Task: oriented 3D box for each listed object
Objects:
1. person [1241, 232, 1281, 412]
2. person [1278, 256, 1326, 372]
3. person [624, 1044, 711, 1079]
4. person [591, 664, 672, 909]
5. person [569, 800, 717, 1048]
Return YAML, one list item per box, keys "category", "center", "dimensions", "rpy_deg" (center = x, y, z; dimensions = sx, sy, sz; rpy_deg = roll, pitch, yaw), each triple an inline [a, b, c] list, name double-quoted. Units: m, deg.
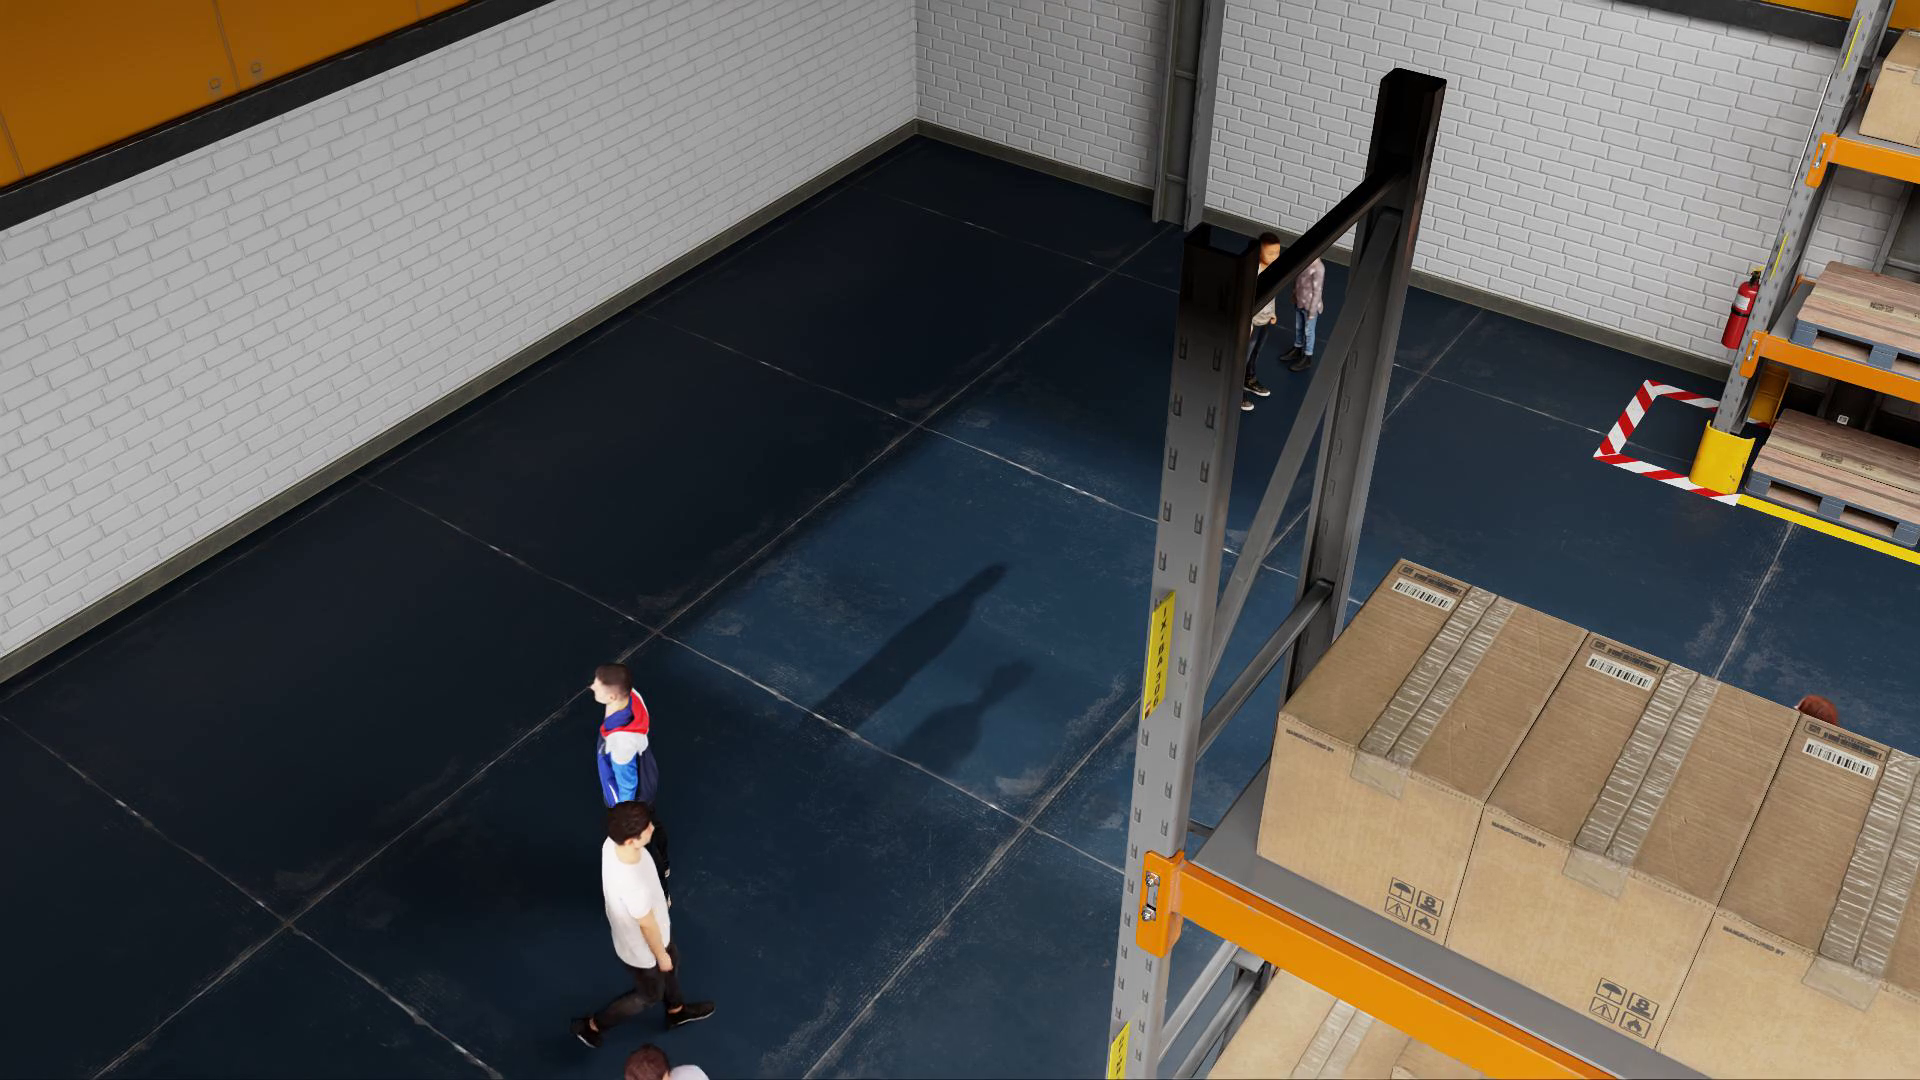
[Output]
- category: "person"
  center: [2.316, -1.747, 13.047]
  dimensions: [0.532, 1.465, 0.572]
  rpy_deg: [29, 47, 31]
- category: "person"
  center: [2.828, -1.941, 13.508]
  dimensions: [0.603, 1.195, 0.516]
  rpy_deg: [-17, 42, -20]
- category: "person"
  center: [-1.300, 2.688, 7.213]
  dimensions: [0.938, 1.816, 1.191]
  rpy_deg: [-25, 45, -28]
- category: "person"
  center: [-1.766, 1.325, 8.967]
  dimensions: [0.755, 1.756, 0.720]
  rpy_deg: [-2, 39, -3]
- category: "person"
  center: [-1.652, 1.959, 8.219]
  dimensions: [1.028, 1.699, 1.001]
  rpy_deg: [-10, 40, -12]
